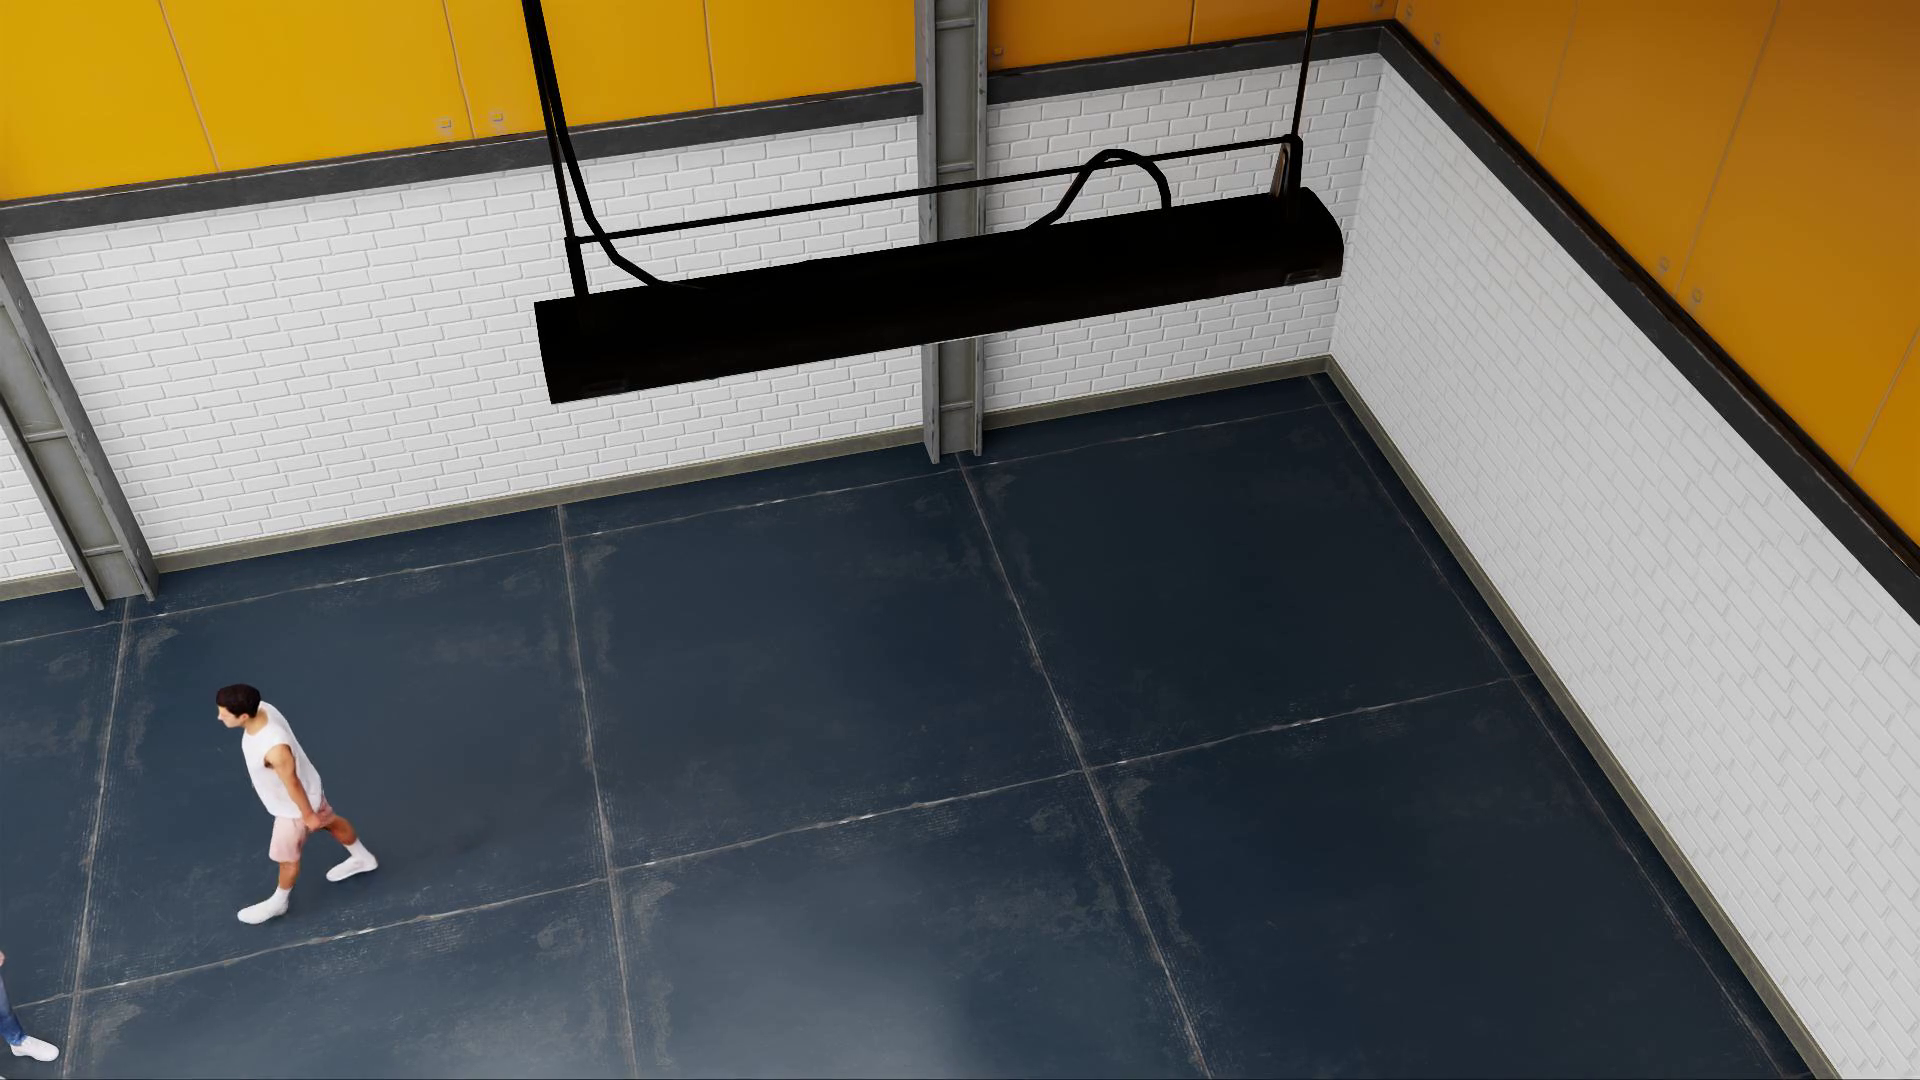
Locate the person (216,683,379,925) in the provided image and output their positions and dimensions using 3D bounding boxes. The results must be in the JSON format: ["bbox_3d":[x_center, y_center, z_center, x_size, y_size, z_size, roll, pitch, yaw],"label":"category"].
[{"bbox_3d":[-3.652,1.393,9.331,1.097,1.750,0.832,-21,47,-21],"label":"person"}]

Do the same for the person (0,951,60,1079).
[{"bbox_3d":[-5.102,2.286,8.475,0.744,1.638,0.727,13,45,13],"label":"person"}]
